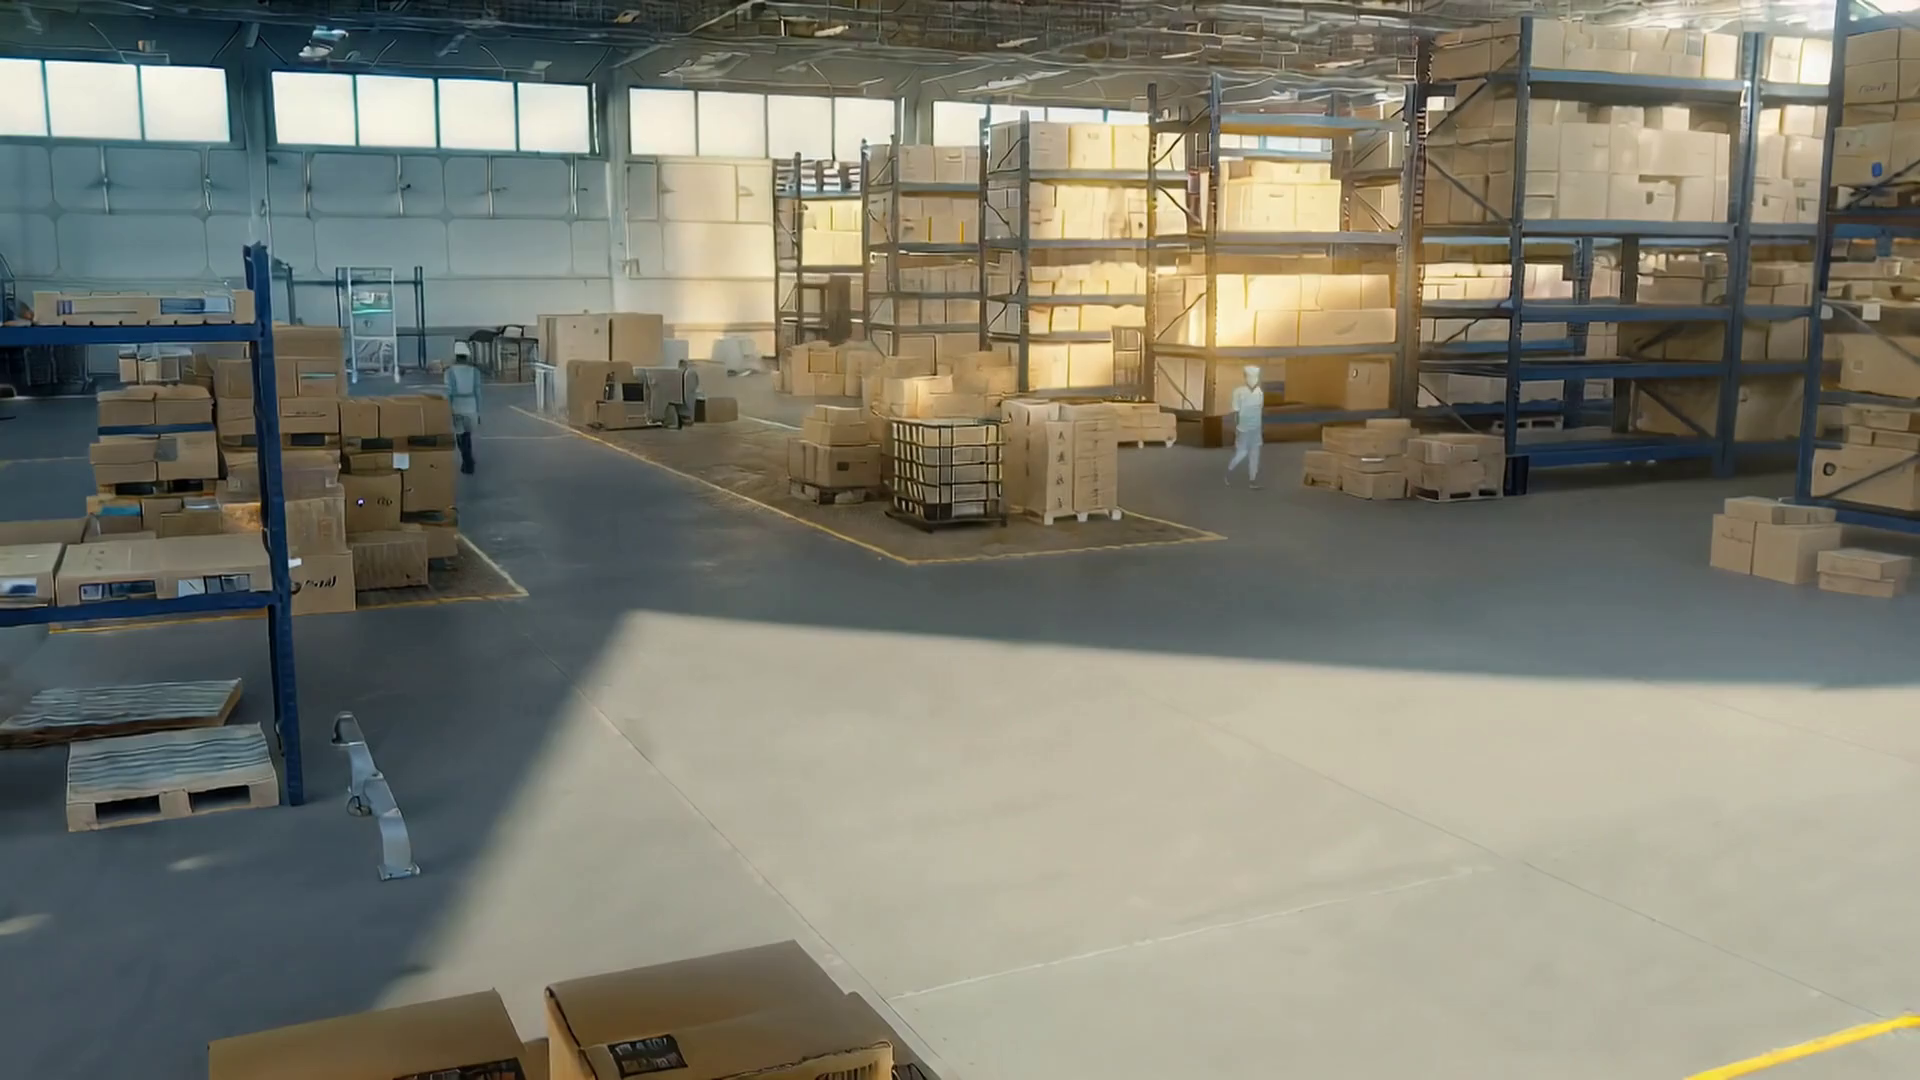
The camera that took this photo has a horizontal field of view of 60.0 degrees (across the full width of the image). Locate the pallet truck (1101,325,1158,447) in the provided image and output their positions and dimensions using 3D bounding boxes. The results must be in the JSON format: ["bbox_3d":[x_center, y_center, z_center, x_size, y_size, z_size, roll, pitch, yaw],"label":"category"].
[{"bbox_3d":[2.881,-2.596,27.923,0.823,1.965,1.885,-1,9,-7],"label":"pallet truck"}]

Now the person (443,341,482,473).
[{"bbox_3d":[-7.054,-1.866,23.666,0.548,1.916,0.745,-6,11,-34],"label":"person"}]

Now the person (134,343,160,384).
[{"bbox_3d":[-15.607,-3.209,31.976,0.591,1.919,0.391,3,10,21],"label":"person"}]

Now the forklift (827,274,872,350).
[{"bbox_3d":[-3.095,-5.474,43.047,1.873,2.768,1.129,-4,10,-25],"label":"forklift"}]

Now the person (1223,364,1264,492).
[{"bbox_3d":[3.785,-1.491,22.018,0.545,1.685,0.545,-5,10,-29],"label":"person"}]
